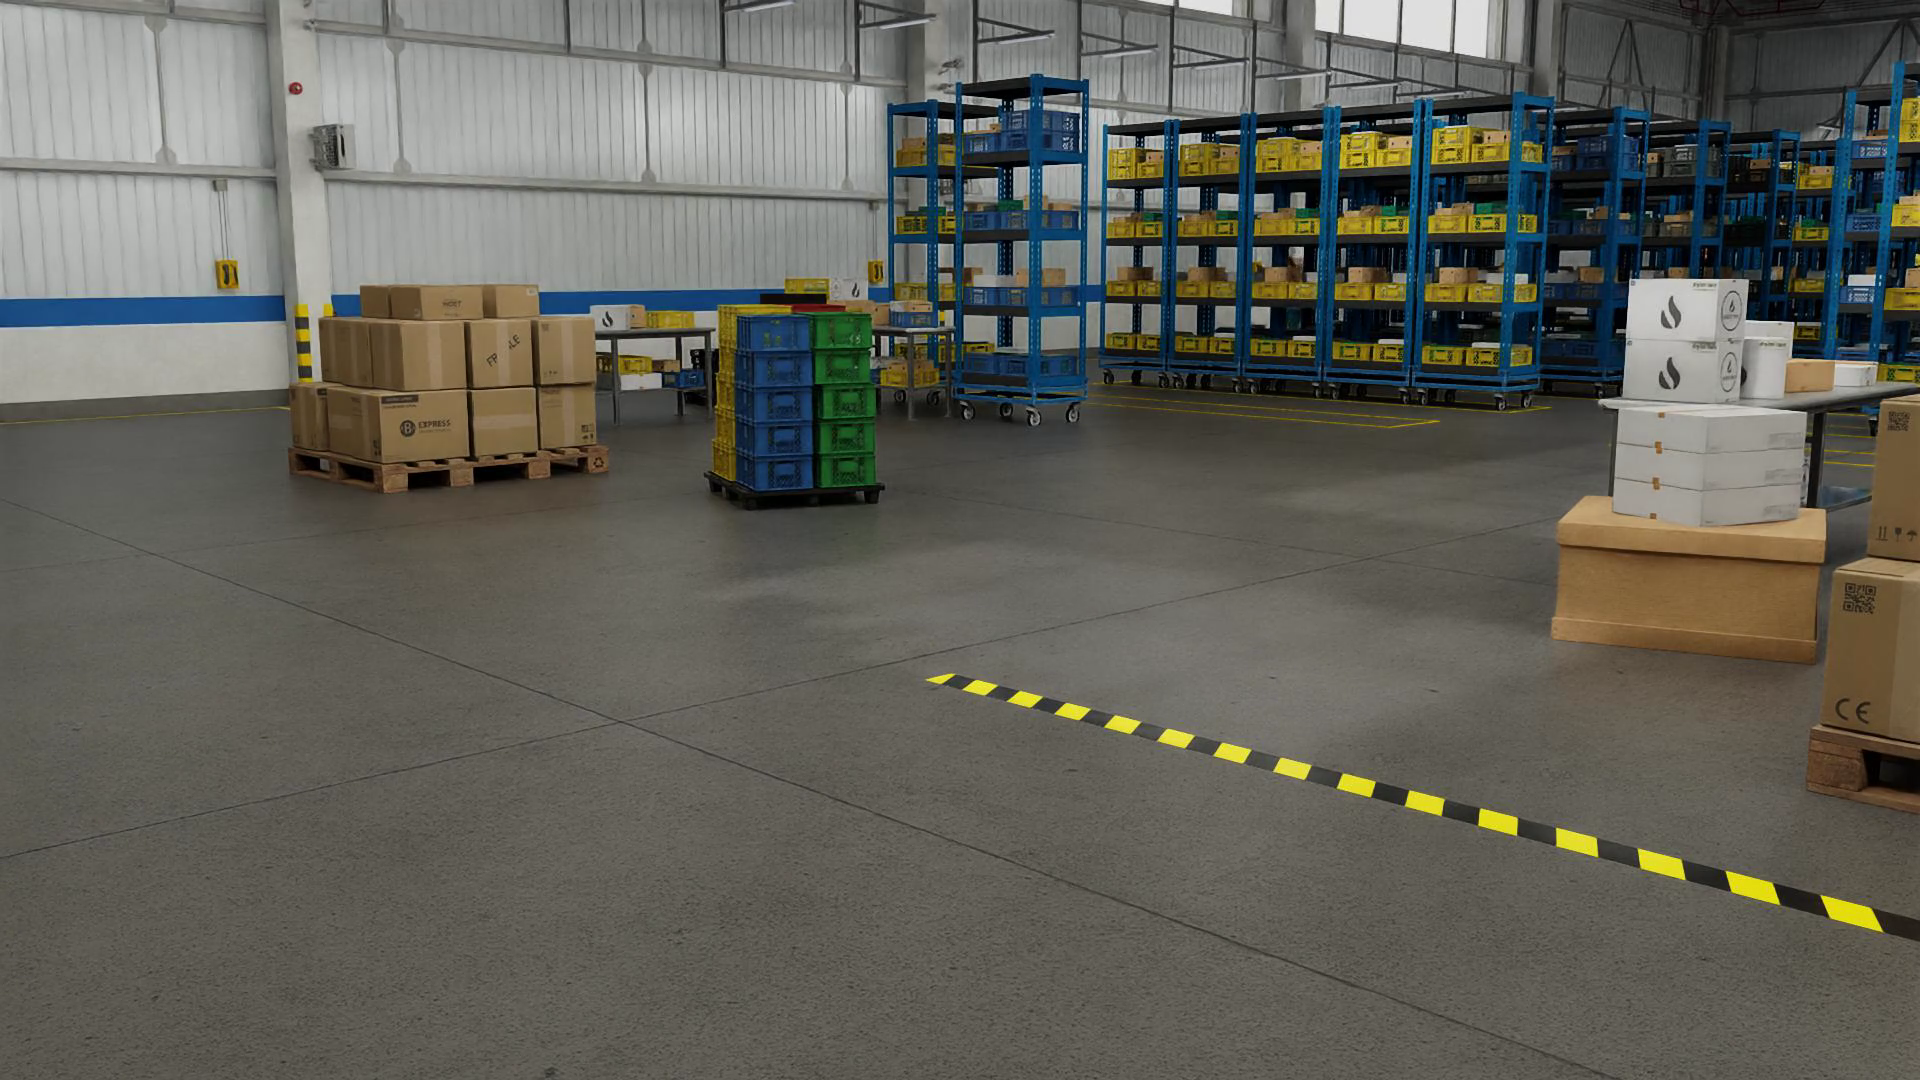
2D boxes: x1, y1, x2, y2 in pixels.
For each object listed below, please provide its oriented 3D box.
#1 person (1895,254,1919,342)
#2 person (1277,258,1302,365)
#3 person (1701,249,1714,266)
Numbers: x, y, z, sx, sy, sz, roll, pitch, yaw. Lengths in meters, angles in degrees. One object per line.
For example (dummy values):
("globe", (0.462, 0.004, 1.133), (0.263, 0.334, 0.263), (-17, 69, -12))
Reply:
("person", (13.703, -3.211, 24.058), (0.404, 1.835, 0.587), (5, 11, 29))
("person", (5.486, -3.827, 27.879), (0.587, 1.789, 0.958), (6, 11, 31))
("person", (12.801, -4.047, 28.615), (0.622, 1.989, 0.399), (6, 11, 32))
